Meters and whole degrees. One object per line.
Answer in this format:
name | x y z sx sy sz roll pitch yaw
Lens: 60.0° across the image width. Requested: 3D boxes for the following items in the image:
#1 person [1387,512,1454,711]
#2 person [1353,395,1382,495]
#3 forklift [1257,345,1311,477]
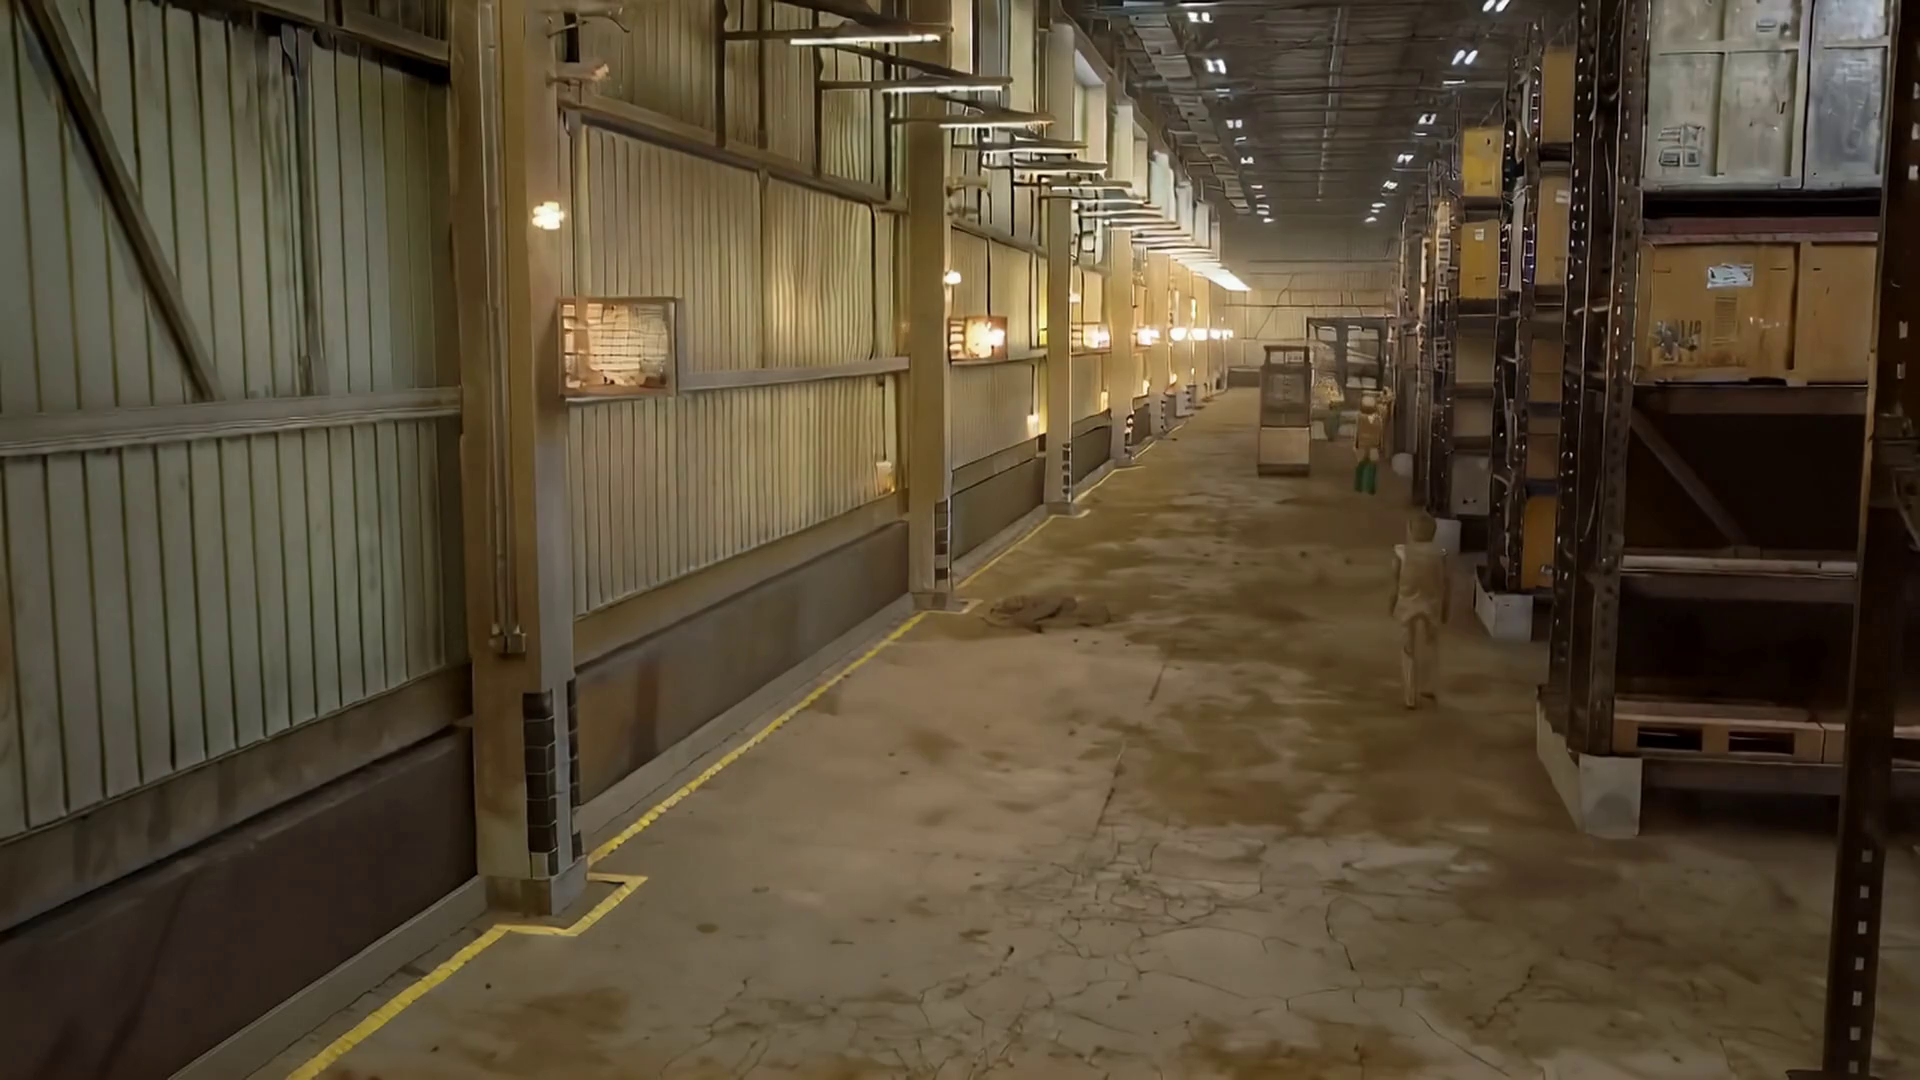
person | 3.813 0.574 13.809 0.533 1.611 0.711 2 7 14
person | 7.820 -1.839 32.026 0.552 1.912 0.879 0 7 0
forklift | 7.010 -2.801 35.810 1.129 2.768 1.873 1 7 12
